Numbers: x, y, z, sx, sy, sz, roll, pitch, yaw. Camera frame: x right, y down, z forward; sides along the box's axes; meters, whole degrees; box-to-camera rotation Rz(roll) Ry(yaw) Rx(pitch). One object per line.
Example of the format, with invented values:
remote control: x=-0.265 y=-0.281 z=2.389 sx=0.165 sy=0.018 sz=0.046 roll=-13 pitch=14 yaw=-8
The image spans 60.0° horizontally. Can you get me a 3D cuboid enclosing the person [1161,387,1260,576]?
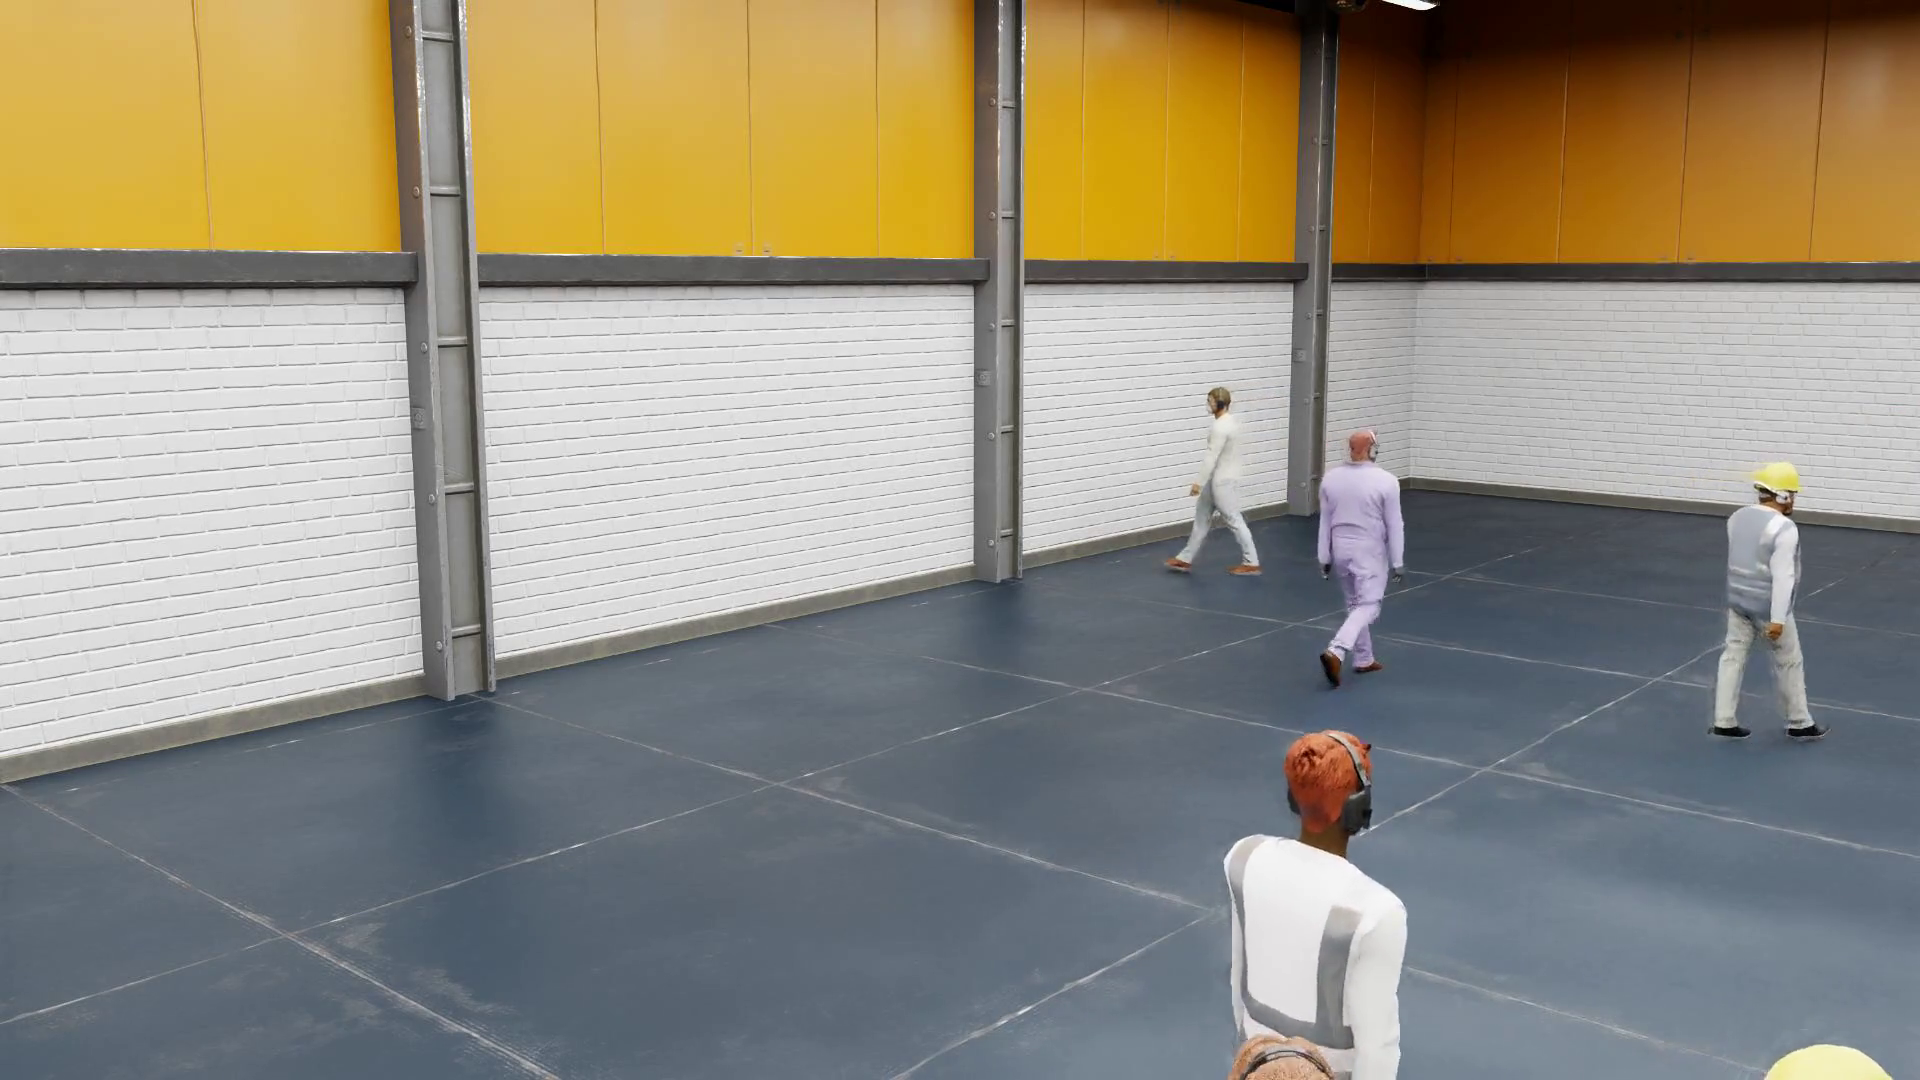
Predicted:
person: x=2.506 y=-0.581 z=16.529 sx=0.998 sy=1.881 sz=0.632 roll=2 pitch=9 yaw=10

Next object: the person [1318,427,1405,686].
person: x=2.908 y=0.114 z=12.170 sx=0.866 sy=1.883 sz=0.645 roll=-8 pitch=12 yaw=-40

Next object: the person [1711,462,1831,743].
person: x=5.193 y=0.400 z=10.585 sx=0.824 sy=1.796 sz=0.609 roll=-2 pitch=9 yaw=-15

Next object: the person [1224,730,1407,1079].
person: x=0.867 y=1.391 z=4.168 sx=0.474 sy=1.868 sz=0.580 roll=-7 pitch=11 yaw=-37

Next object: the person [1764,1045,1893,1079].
person: x=1.335 y=1.637 z=2.855 sx=0.595 sy=1.802 sz=0.804 roll=0 pitch=9 yaw=-3

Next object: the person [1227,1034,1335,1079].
person: x=0.567 y=1.677 z=3.121 sx=0.540 sy=1.614 sz=0.674 roll=0 pitch=9 yaw=-1
